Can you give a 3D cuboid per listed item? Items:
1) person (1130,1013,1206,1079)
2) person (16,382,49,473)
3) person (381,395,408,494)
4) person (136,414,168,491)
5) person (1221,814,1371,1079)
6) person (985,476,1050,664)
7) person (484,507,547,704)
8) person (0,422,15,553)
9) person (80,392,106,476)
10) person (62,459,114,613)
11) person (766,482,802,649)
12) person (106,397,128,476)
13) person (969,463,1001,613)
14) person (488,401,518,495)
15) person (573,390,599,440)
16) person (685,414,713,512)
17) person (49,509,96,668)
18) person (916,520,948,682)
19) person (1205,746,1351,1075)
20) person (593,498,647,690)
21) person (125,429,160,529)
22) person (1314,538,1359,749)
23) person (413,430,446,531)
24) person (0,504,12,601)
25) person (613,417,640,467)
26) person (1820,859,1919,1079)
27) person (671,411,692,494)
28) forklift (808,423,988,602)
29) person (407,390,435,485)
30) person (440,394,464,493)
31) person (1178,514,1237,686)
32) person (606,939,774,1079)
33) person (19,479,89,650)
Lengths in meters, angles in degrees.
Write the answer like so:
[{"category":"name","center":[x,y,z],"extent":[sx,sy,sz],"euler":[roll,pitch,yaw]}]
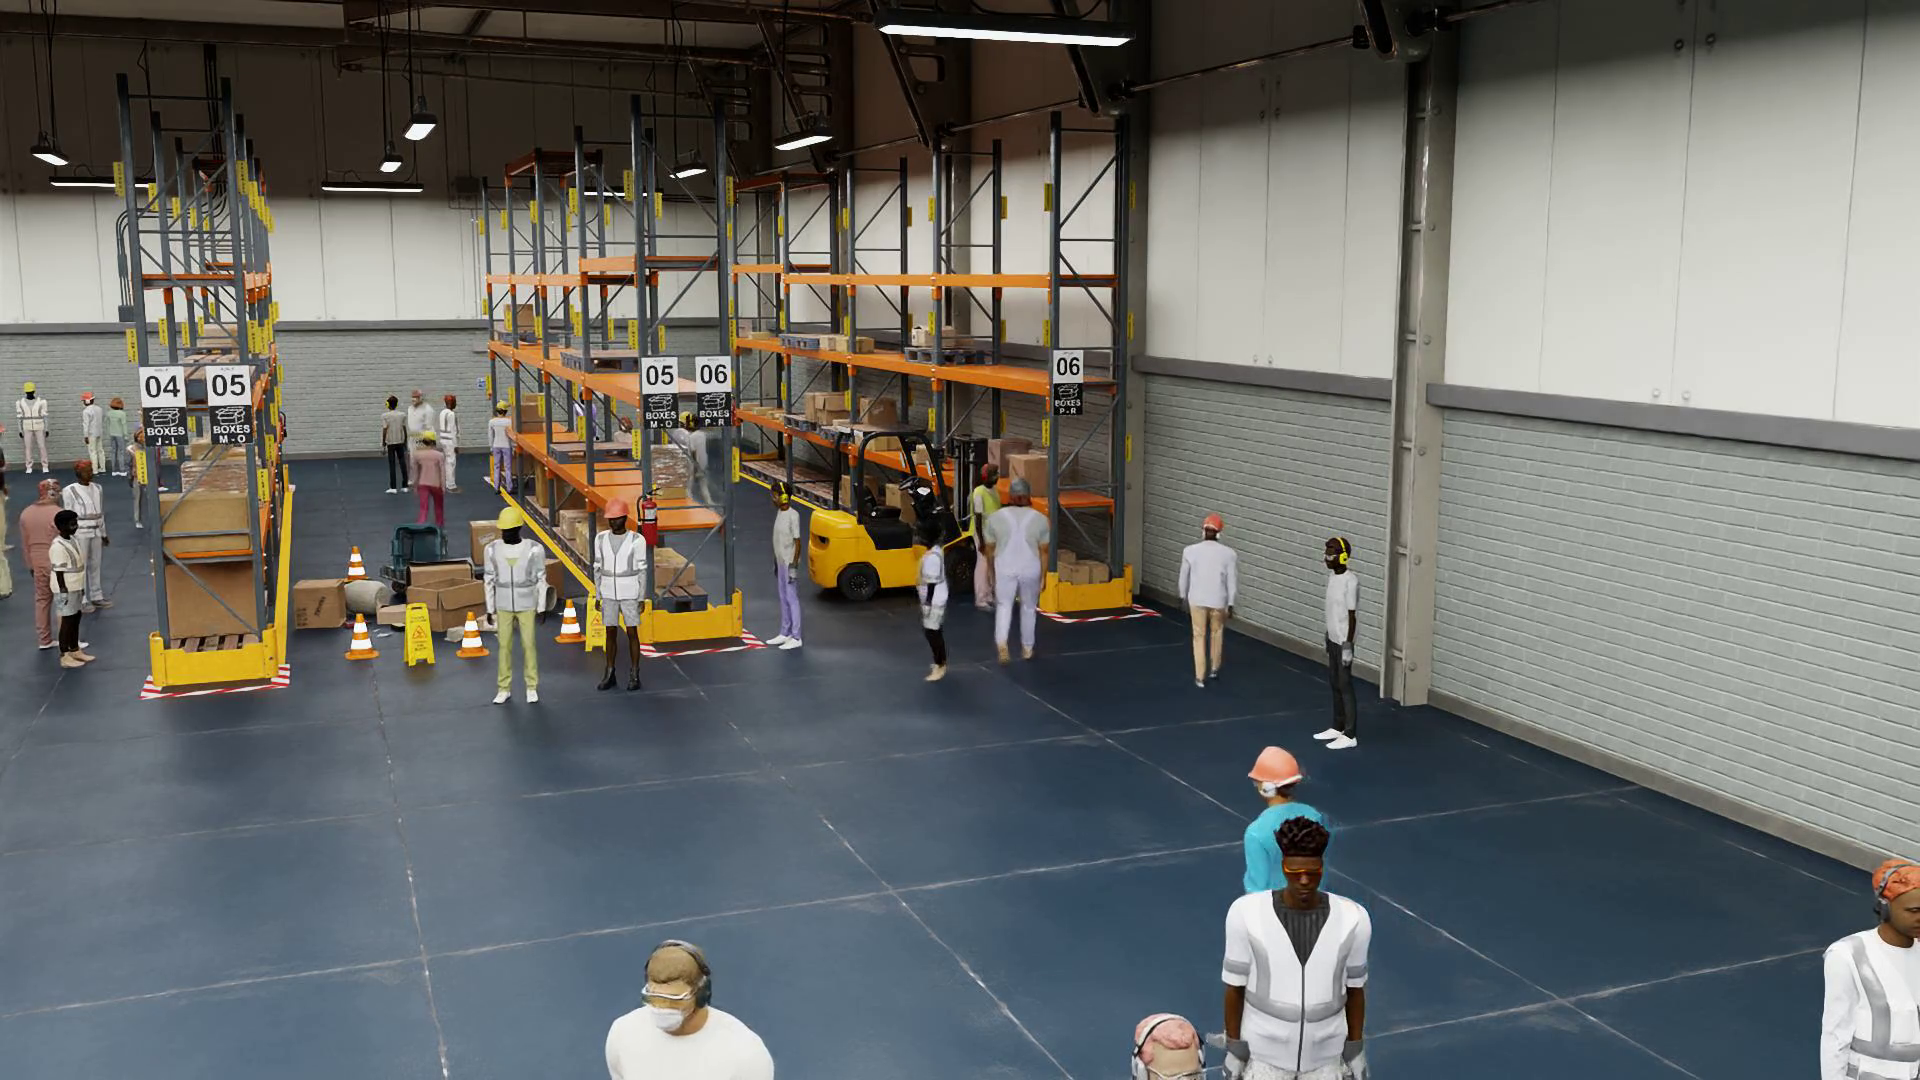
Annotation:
[{"category":"person","center":[0.629,2.372,5.144],"extent":[0.643,1.908,0.399],"euler":[-4,10,-26]},{"category":"person","center":[-19.392,-2.344,34.808],"extent":[0.584,1.918,0.401],"euler":[-4,10,-21]},{"category":"person","center":[-10.750,-1.816,31.610],"extent":[0.514,1.873,0.329],"euler":[-8,12,-42]},{"category":"person","center":[-15.501,-1.742,31.879],"extent":[0.499,1.636,0.286],"euler":[1,9,5]},{"category":"person","center":[1.372,2.074,6.827],"extent":[0.605,1.966,0.373],"euler":[0,9,1]},{"category":"person","center":[0.615,0.305,17.729],"extent":[0.695,2.000,0.822],"euler":[1,9,4]},{"category":"person","center":[-4.286,0.628,16.061],"extent":[0.589,1.924,0.383],"euler":[-1,9,-5]},{"category":"person","center":[-14.378,-0.813,24.808],"extent":[0.408,2.035,0.604],"euler":[-1,9,-8]},{"category":"person","center":[-17.936,-2.190,34.368],"extent":[0.349,1.743,0.563],"euler":[1,9,5]},{"category":"person","center":[-10.749,-0.057,20.500],"extent":[0.355,1.885,0.575],"euler":[2,9,14]},{"category":"person","center":[-1.940,0.279,18.450],"extent":[0.327,1.865,0.521],"euler":[-5,10,-30]},{"category":"person","center":[-17.381,-2.129,34.351],"extent":[0.492,1.625,0.282],"euler":[3,10,20]},{"category":"person","center":[0.324,-0.039,20.511],"extent":[0.400,1.845,0.565],"euler":[4,10,24]},{"category":"person","center":[-8.637,-1.738,31.451],"extent":[0.533,1.767,0.326],"euler":[2,9,10]},{"category":"person","center":[-7.532,-2.099,33.483],"extent":[0.429,1.845,0.621],"euler":[8,12,42]},{"category":"person","center":[-4.406,-1.170,27.639],"extent":[0.742,1.846,0.493],"euler":[4,10,25]},{"category":"person","center":[-9.401,0.512,17.543],"extent":[0.320,1.686,0.539],"euler":[-2,9,-10]},{"category":"person","center":[-0.288,0.610,16.986],"extent":[0.323,1.674,0.662],"euler":[0,9,-1]},{"category":"person","center":[1.692,1.921,8.585],"extent":[0.577,1.720,0.845],"euler":[-7,12,-39]},{"category":"person","center":[-3.392,0.539,16.579],"extent":[0.542,1.938,0.357],"euler":[1,9,6]},{"category":"person","center":[-13.379,-1.003,27.249],"extent":[0.518,1.631,0.316],"euler":[-8,12,-41]},{"category":"person","center":[3.325,0.895,14.595],"extent":[0.327,1.861,0.510],"euler":[-2,9,-10]},{"category":"person","center":[-8.293,-0.856,25.997],"extent":[0.527,1.730,0.883],"euler":[0,9,-2]},{"category":"person","center":[-12.348,-0.079,21.204],"extent":[0.385,1.704,0.711],"euler":[-5,10,-29]},{"category":"person","center":[-5.938,-1.383,29.625],"extent":[0.497,1.634,0.278],"euler":[1,9,9]},{"category":"person","center":[3.609,2.167,6.504],"extent":[0.576,1.882,0.355],"euler":[-3,10,-19]},{"category":"person","center":[-4.693,-1.281,28.405],"extent":[0.403,1.827,0.599],"euler":[-7,12,-39]},{"category":"forklift","center":[-0.830,-0.399,21.676],"extent":[2.313,2.155,1.214],"euler":[-4,10,-21]},{"category":"person","center":[-10.682,-2.053,33.092],"extent":[0.654,1.881,0.861],"euler":[5,10,27]},{"category":"person","center":[-9.710,-1.832,31.695],"extent":[0.359,1.880,0.575],"euler":[-6,11,-35]},{"category":"person","center":[2.518,0.589,16.963],"extent":[0.579,1.715,0.775],"euler":[1,9,6]},{"category":"person","center":[-0.925,2.274,5.701],"extent":[0.633,1.930,0.369],"euler":[4,10,21]},{"category":"person","center":[-9.989,0.275,18.346],"extent":[0.644,1.904,0.399],"euler":[3,9,16]}]
